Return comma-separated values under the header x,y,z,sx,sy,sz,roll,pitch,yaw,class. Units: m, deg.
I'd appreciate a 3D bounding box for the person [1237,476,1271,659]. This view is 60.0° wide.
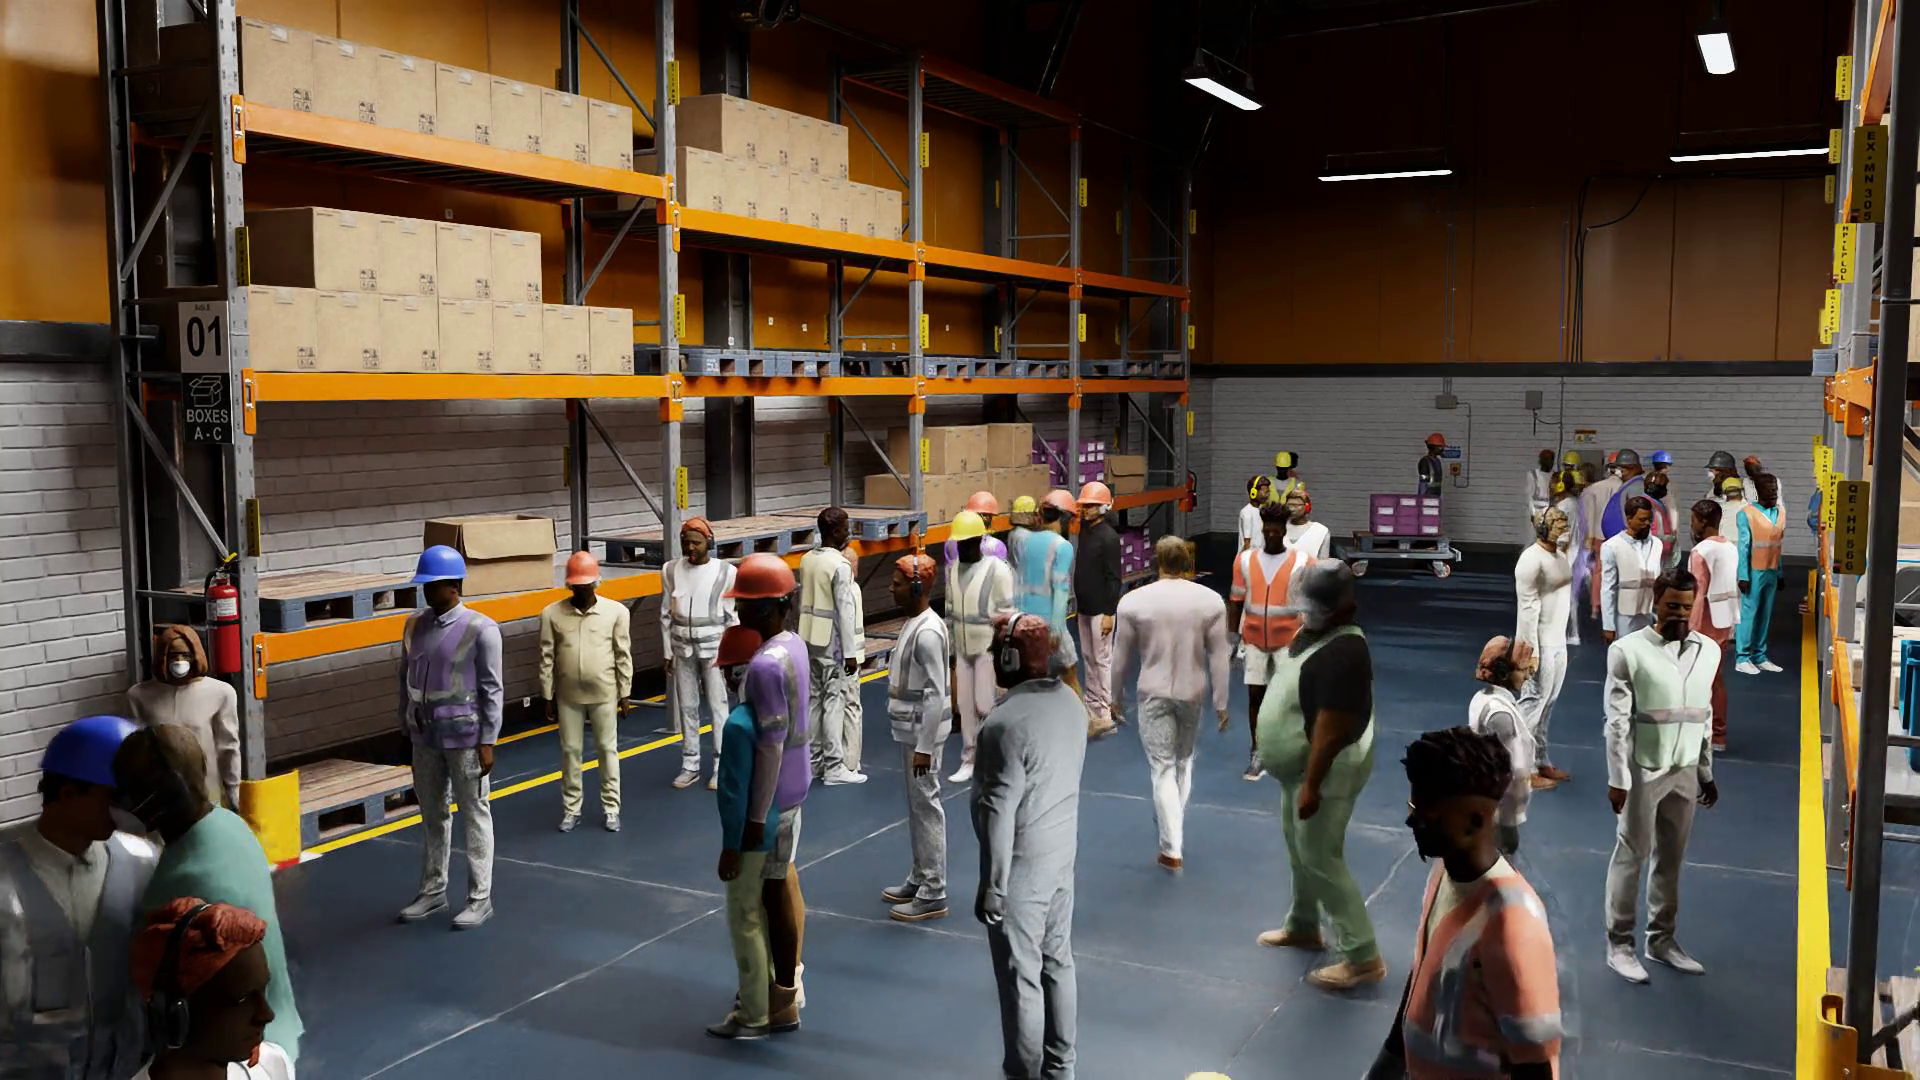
x,y,z,sx,sy,sz,roll,pitch,yaw,class
2.959,0.282,16.659,0.349,1.856,0.528,2,6,21,person

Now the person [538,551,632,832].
x,y,z,sx,sy,sz,roll,pitch,yaw,class
-2.310,0.934,10.242,0.569,1.739,0.354,-1,5,-7,person

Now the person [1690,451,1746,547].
x,y,z,sx,sy,sz,roll,pitch,yaw,class
8.306,0.038,18.267,0.536,2.000,0.673,1,5,8,person

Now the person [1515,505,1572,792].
x,y,z,sx,sy,sz,roll,pitch,yaw,class
3.997,0.729,11.376,0.358,1.938,0.636,4,7,38,person

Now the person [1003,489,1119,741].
x,y,z,sx,sy,sz,roll,pitch,yaw,class
0.692,0.602,12.579,1.118,1.963,0.628,-4,7,-35,person

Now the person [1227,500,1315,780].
x,y,z,sx,sy,sz,roll,pitch,yaw,class
2.185,0.694,11.623,0.655,1.962,0.427,3,6,27,person

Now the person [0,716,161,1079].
x,y,z,sx,sy,sz,roll,pitch,yaw,class
-2.282,1.404,4.252,0.448,1.914,0.641,3,6,33,person

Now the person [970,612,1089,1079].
x,y,z,sx,sy,sz,roll,pitch,yaw,class
0.237,1.220,6.319,0.401,1.903,0.644,3,6,29,person

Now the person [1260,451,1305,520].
x,y,z,sx,sy,sz,roll,pitch,yaw,class
4.102,-0.176,21.209,0.607,1.923,0.394,2,6,18,person

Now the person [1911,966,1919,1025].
x,y,z,sx,sy,sz,roll,pitch,yaw,class
2.093,1.605,3.345,0.886,1.691,0.507,2,6,24,person

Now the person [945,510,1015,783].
x,y,z,sx,sy,sz,roll,pitch,yaw,class
0.170,0.729,11.559,0.636,1.902,0.601,-5,7,-44,person

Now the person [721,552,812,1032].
x,y,z,sx,sy,sz,roll,pitch,yaw,class
-0.825,1.071,7.128,0.367,2.046,0.608,0,5,2,person

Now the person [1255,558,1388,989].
x,y,z,sx,sy,sz,roll,pitch,yaw,class
1.670,1.013,7.776,0.576,2.000,0.746,0,5,5,person

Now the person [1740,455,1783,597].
x,y,z,sx,sy,sz,roll,pitch,yaw,class
10.358,-0.180,21.612,0.609,1.857,0.514,3,6,29,person

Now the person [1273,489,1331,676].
x,y,z,sx,sy,sz,roll,pitch,yaw,class
2.968,0.473,14.625,0.564,1.846,0.390,3,6,32,person

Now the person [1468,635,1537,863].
x,y,z,sx,sy,sz,roll,pitch,yaw,class
2.398,1.242,7.448,0.310,1.640,0.514,1,5,7,person

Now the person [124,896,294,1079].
x,y,z,sx,sy,sz,roll,pitch,yaw,class
-1.326,1.549,2.910,0.352,1.878,0.568,1,5,13,person

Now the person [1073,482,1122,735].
x,y,z,sx,sy,sz,roll,pitch,yaw,class
1.063,0.535,13.158,0.379,1.994,0.622,-2,6,-20,person

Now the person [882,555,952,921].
x,y,z,sx,sy,sz,roll,pitch,yaw,class
-0.219,1.011,8.628,0.343,1.882,0.585,-1,5,-9,person

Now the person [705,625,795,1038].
x,y,z,sx,sy,sz,roll,pitch,yaw,class
-0.894,1.226,7.103,0.351,1.738,0.575,1,5,15,person

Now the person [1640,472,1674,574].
x,y,z,sx,sy,sz,roll,pitch,yaw,class
7.421,0.183,17.860,0.429,1.831,0.636,3,6,33,person

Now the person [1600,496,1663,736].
x,y,z,sx,sy,sz,roll,pitch,yaw,class
5.190,0.607,12.885,0.598,1.906,0.404,-3,6,-27,person

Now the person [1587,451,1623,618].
x,y,z,sx,sy,sz,roll,pitch,yaw,class
7.678,-0.048,19.512,0.410,1.986,0.619,-5,7,-44,person

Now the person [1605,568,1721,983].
x,y,z,sx,sy,sz,roll,pitch,yaw,class
3.265,1.076,7.763,0.590,1.916,0.389,-2,6,-18,person

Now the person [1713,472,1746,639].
x,y,z,sx,sy,sz,roll,pitch,yaw,class
8.170,0.191,17.770,0.633,1.834,0.431,-5,7,-44,person

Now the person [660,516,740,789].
x,y,z,sx,sy,sz,roll,pitch,yaw,class
-1.762,0.770,11.313,0.574,1.875,0.365,1,6,16,person

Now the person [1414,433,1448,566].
x,y,z,sx,sy,sz,roll,pitch,yaw,class
7.194,-0.611,25.325,0.406,2.032,0.616,4,7,40,person

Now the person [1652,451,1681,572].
x,y,z,sx,sy,sz,roll,pitch,yaw,class
8.864,-0.163,21.027,0.442,1.927,0.645,-2,6,-19,person

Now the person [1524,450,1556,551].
x,y,z,sx,sy,sz,roll,pitch,yaw,class
8.349,-0.374,23.775,0.585,1.826,1.018,-1,5,-9,person

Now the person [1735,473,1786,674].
x,y,z,sx,sy,sz,roll,pitch,yaw,class
7.655,0.316,15.920,0.596,1.918,0.379,-3,6,-28,person

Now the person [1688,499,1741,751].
x,y,z,sx,sy,sz,roll,pitch,yaw,class
5.601,0.650,12.416,0.599,1.908,0.396,-5,7,-44,person

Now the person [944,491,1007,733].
x,y,z,sx,sy,sz,roll,pitch,yaw,class
0.145,0.581,13.073,0.548,1.924,0.387,3,6,28,person

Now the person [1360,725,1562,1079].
x,y,z,sx,sy,sz,roll,pitch,yaw,class
1.152,1.409,4.109,0.922,1.925,0.616,1,5,8,person

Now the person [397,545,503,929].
x,y,z,sx,sy,sz,roll,pitch,yaw,class
-2.606,0.994,8.470,0.602,1.949,0.389,2,6,22,person

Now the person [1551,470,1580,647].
x,y,z,sx,sy,sz,roll,pitch,yaw,class
6.333,0.201,17.503,0.377,1.876,0.521,3,6,30,person

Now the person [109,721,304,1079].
x,y,z,sx,sy,sz,roll,pitch,yaw,class
-2.045,1.404,4.350,0.967,1.884,0.663,-2,6,-18,person

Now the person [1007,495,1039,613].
x,y,z,sx,sy,sz,roll,pitch,yaw,class
0.589,0.462,15.286,0.301,1.745,0.483,-2,6,-17,person

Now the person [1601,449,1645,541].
x,y,z,sx,sy,sz,roll,pitch,yaw,class
7.711,-0.055,19.264,0.536,2.000,0.689,1,5,14,person

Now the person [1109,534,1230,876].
x,y,z,sx,sy,sz,roll,pitch,yaw,class
1.187,0.909,9.665,0.657,1.886,1.008,-1,5,-8,person

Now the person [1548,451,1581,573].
x,y,z,sx,sy,sz,roll,pitch,yaw,class
8.501,-0.316,23.169,0.403,1.835,0.587,-4,7,-39,person

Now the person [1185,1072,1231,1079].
x,y,z,sx,sy,sz,roll,pitch,yaw,class
0.301,1.666,2.387,0.541,1.736,0.774,3,6,32,person

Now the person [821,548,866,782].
x,y,z,sx,sy,sz,roll,pitch,yaw,class
-0.809,0.856,11.584,0.307,1.644,0.514,0,5,4,person

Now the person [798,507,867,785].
x,y,z,sx,sy,sz,roll,pitch,yaw,class
-0.912,0.727,11.507,0.376,1.917,0.599,-4,6,-35,person

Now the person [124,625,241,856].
x,y,z,sx,sy,sz,roll,pitch,yaw,class
-3.688,1.208,7.914,0.503,1.629,0.285,-2,6,-16,person
